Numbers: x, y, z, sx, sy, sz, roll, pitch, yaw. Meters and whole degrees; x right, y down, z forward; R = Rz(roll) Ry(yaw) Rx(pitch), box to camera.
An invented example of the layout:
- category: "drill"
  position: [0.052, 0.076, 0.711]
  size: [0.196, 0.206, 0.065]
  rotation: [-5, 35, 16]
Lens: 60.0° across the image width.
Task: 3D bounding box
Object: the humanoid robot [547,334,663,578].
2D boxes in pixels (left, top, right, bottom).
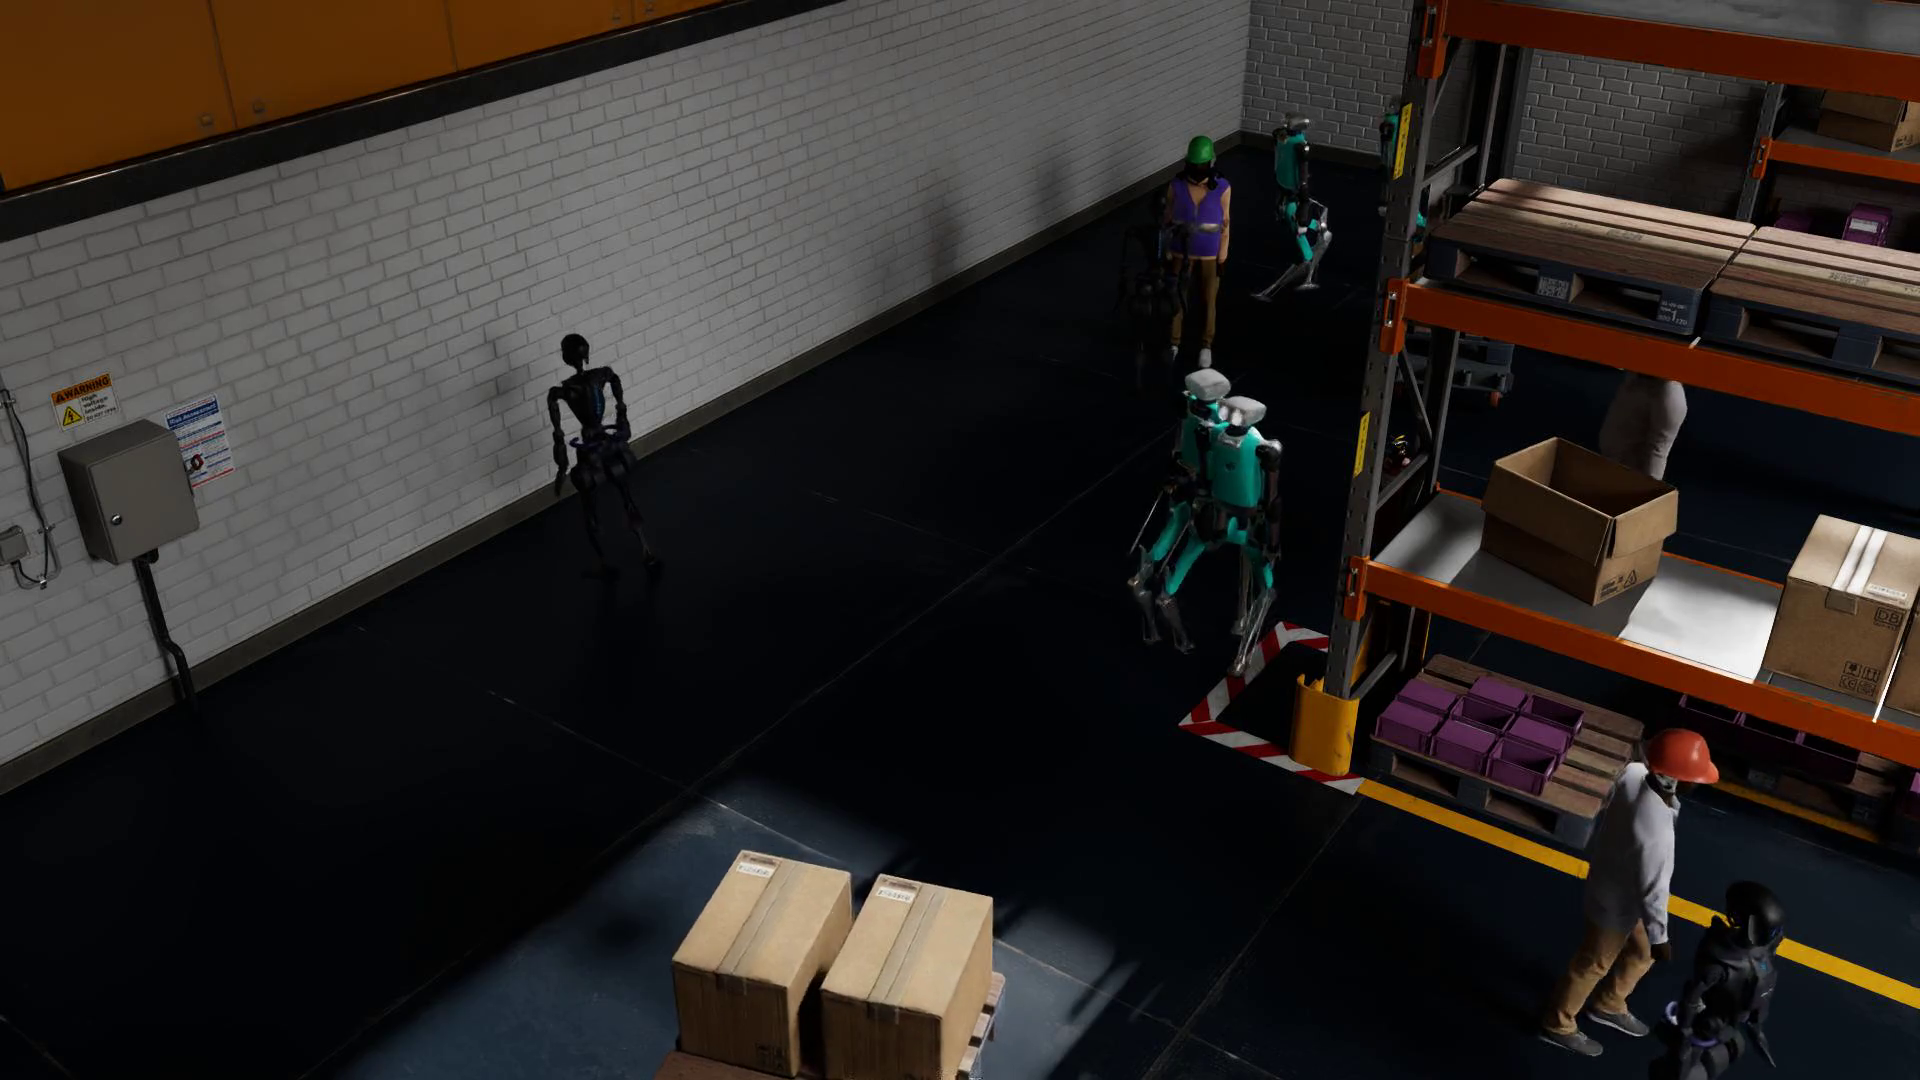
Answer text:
- category: "humanoid robot"
  position: [-2.246, -0.502, 10.506]
  size: [0.472, 1.648, 0.610]
  rotation: [26, 39, 37]

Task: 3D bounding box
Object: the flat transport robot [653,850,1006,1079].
- category: "flat transport robot"
  position: [-0.515, 2.297, 7.055]
  size: [0.659, 0.231, 1.431]
  rotation: [9, 31, 15]

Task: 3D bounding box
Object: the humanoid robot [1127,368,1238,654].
- category: "humanoid robot"
  position: [1.239, -0.097, 9.760]
  size: [0.712, 1.800, 0.536]
  rotation: [-17, 34, -27]

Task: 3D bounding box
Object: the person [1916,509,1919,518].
- category: "person"
  position: [6.750, -0.897, 10.989]
  size: [0.413, 1.876, 0.553]
  rotation: [-1, 30, -1]

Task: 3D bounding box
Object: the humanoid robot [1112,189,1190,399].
- category: "humanoid robot"
  position: [1.493, -1.910, 12.948]
  size: [0.602, 1.650, 0.339]
  rotation: [-2, 30, -3]

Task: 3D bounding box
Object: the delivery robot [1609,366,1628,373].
- category: "delivery robot"
  position: [5.580, -1.732, 13.749]
  size: [0.736, 0.586, 0.524]
  rotation: [-9, 31, -15]

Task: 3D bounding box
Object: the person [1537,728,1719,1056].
- category: "person"
  position: [2.852, 1.499, 6.972]
  size: [0.601, 1.730, 0.560]
  rotation: [12, 32, 20]

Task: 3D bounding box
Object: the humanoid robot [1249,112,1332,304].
- category: "humanoid robot"
  position: [3.033, -2.892, 14.593]
  size: [0.985, 1.744, 0.553]
  rotation: [-9, 31, -15]

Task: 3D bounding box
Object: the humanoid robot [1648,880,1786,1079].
- category: "humanoid robot"
  position: [2.884, 1.946, 6.276]
  size: [0.601, 1.635, 0.674]
  rotation: [-19, 35, -29]

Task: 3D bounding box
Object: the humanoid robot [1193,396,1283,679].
- category: "humanoid robot"
  position: [1.752, -0.121, 9.784]
  size: [0.531, 1.766, 0.884]
  rotation: [23, 37, 34]

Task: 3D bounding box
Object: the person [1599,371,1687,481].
- category: "person"
  position: [4.057, -0.429, 10.151]
  size: [0.441, 1.895, 0.665]
  rotation: [1, 30, 1]

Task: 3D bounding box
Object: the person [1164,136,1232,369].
- category: "person"
  position: [1.897, -2.327, 13.427]
  size: [0.530, 1.924, 0.429]
  rotation: [6, 30, 10]

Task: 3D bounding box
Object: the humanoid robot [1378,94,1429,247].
- category: "humanoid robot"
  position: [4.069, -3.000, 14.890]
  size: [0.747, 1.904, 0.564]
  rotation: [20, 35, 30]
